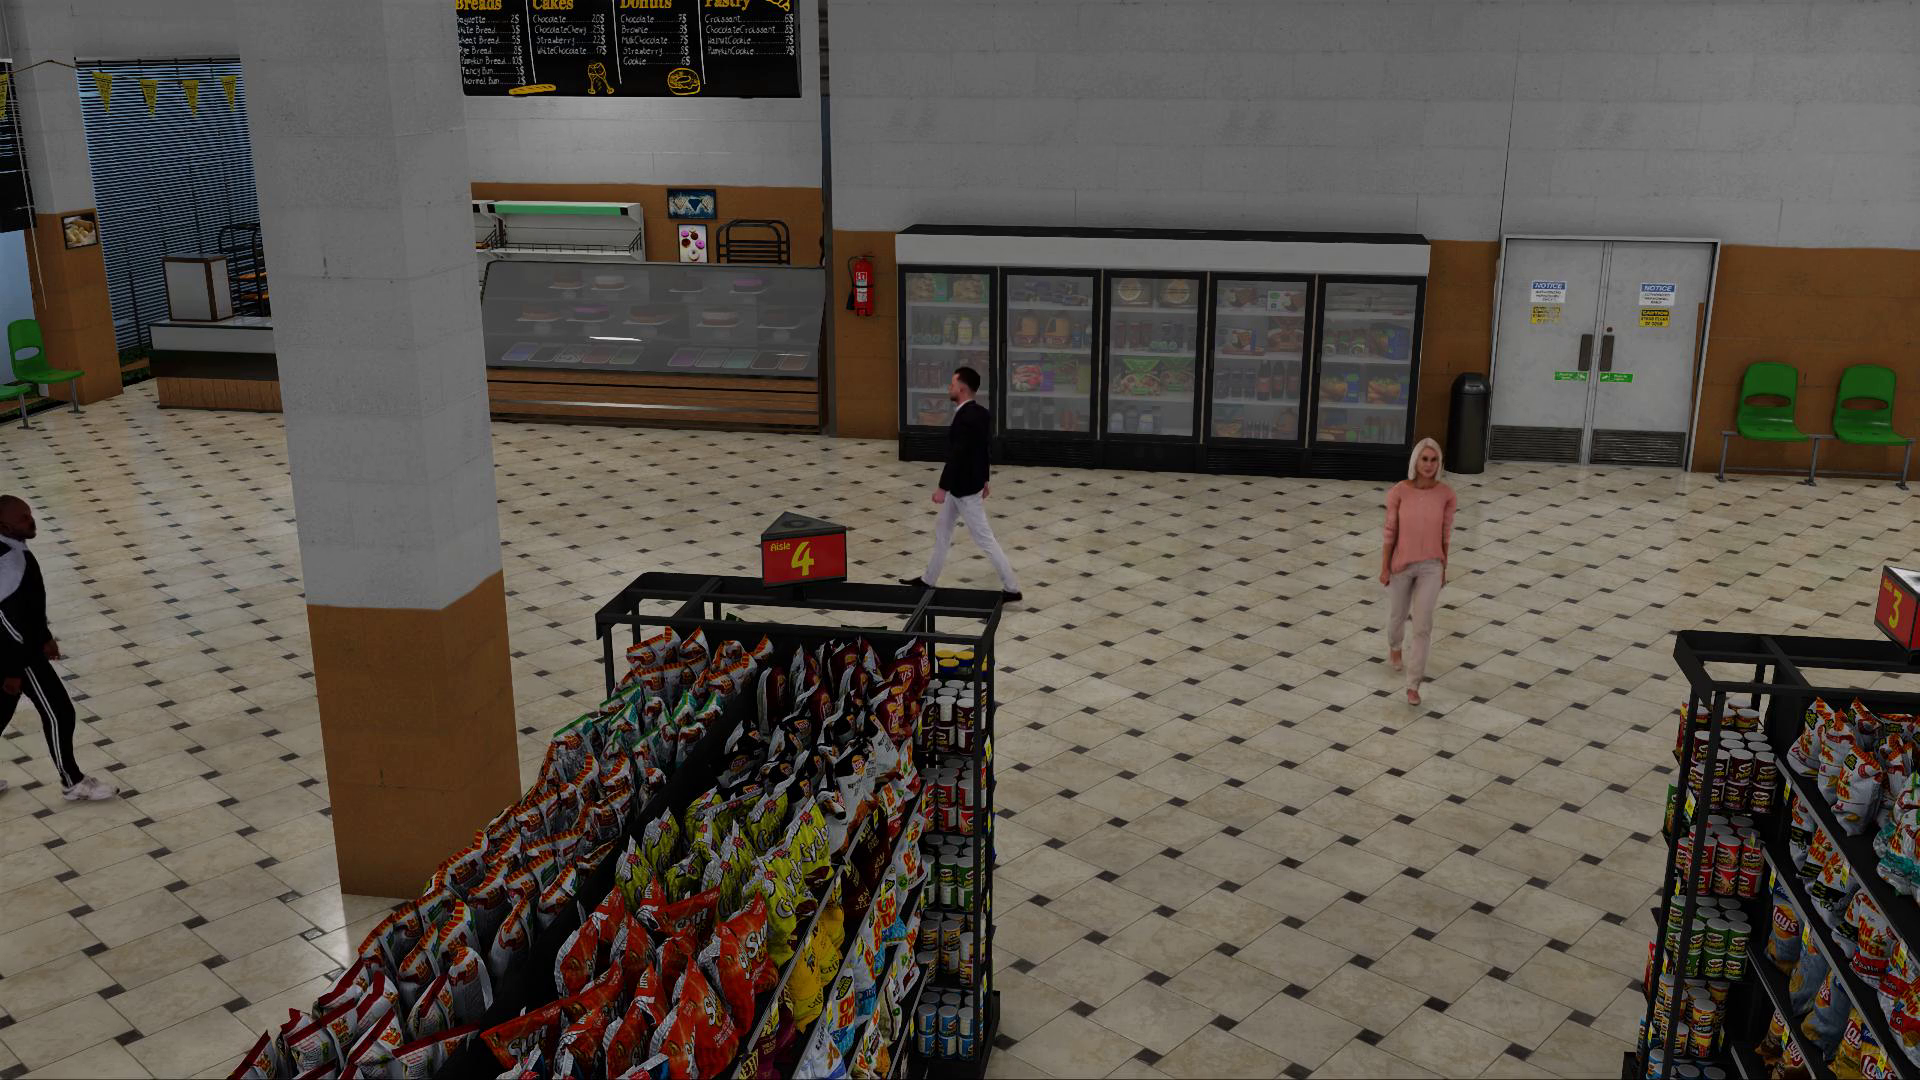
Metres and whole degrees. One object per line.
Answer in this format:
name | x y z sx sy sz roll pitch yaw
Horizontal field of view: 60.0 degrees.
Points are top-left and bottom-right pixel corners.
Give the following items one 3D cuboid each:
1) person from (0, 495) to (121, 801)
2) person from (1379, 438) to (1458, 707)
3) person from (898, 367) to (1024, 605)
person | -5.295 0.630 9.202 1.140 1.791 1.089 -14 22 -38
person | 2.971 0.165 10.911 0.605 1.688 1.090 3 17 9
person | 0.143 -0.346 12.423 0.727 1.787 1.154 4 17 12
